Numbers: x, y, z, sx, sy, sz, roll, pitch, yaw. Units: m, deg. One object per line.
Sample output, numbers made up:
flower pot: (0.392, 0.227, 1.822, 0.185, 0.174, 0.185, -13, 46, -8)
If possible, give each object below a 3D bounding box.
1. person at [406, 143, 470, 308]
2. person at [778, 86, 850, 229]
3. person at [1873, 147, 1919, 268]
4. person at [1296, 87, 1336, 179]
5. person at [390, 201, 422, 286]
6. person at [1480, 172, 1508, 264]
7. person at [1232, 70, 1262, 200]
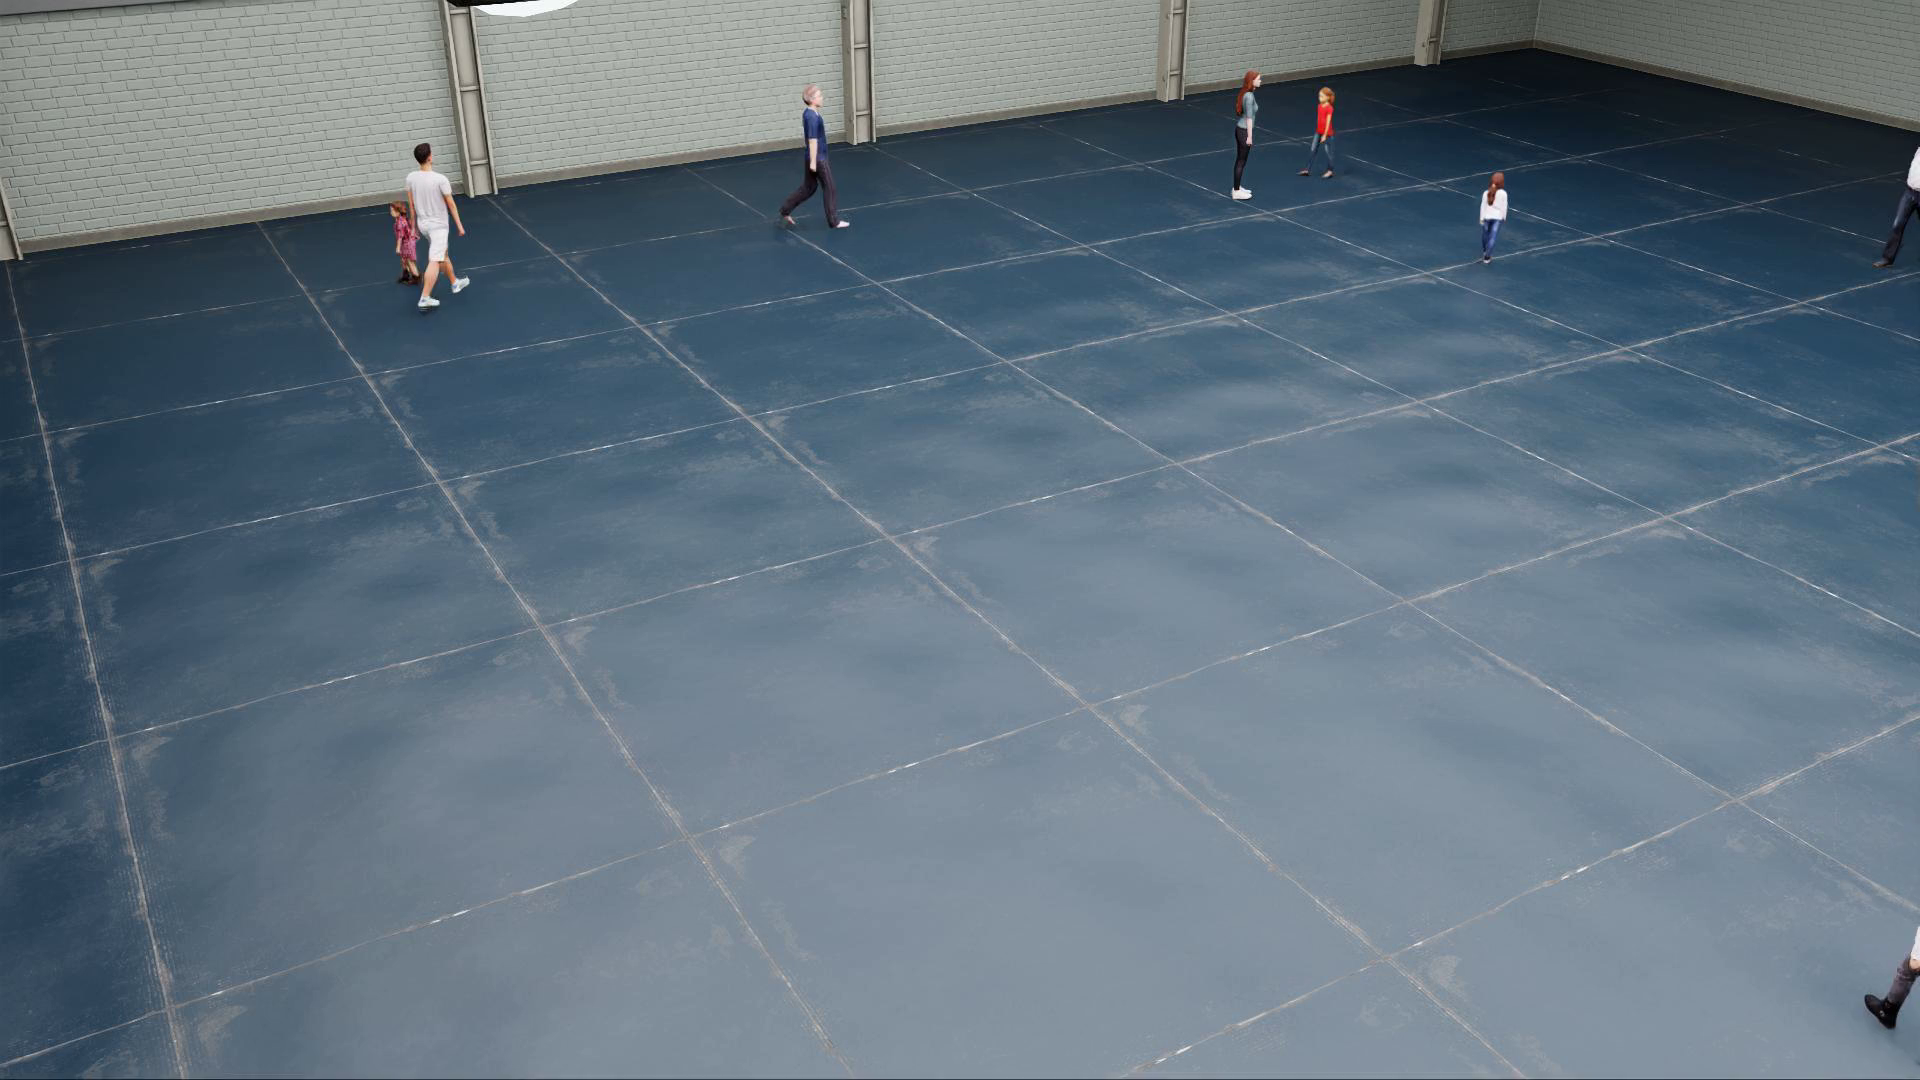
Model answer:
person: (-5.997, -3.505, 18.792, 1.182, 1.808, 1.317, 11, 29, 20)
person: (-1.951, -4.906, 21.481, 1.250, 1.836, 0.968, -3, 27, -7)
person: (11.663, -4.151, 20.076, 1.265, 1.781, 0.788, -10, 29, -19)
person: (5.293, -5.835, 23.883, 0.777, 1.289, 0.489, -15, 31, -27)
person: (-6.506, -3.511, 19.671, 0.584, 1.013, 0.521, -3, 27, -5)
person: (6.547, -3.951, 20.444, 0.700, 1.087, 0.849, 13, 30, 24)
person: (3.922, -5.584, 22.902, 0.674, 1.741, 0.647, 0, 27, 1)
